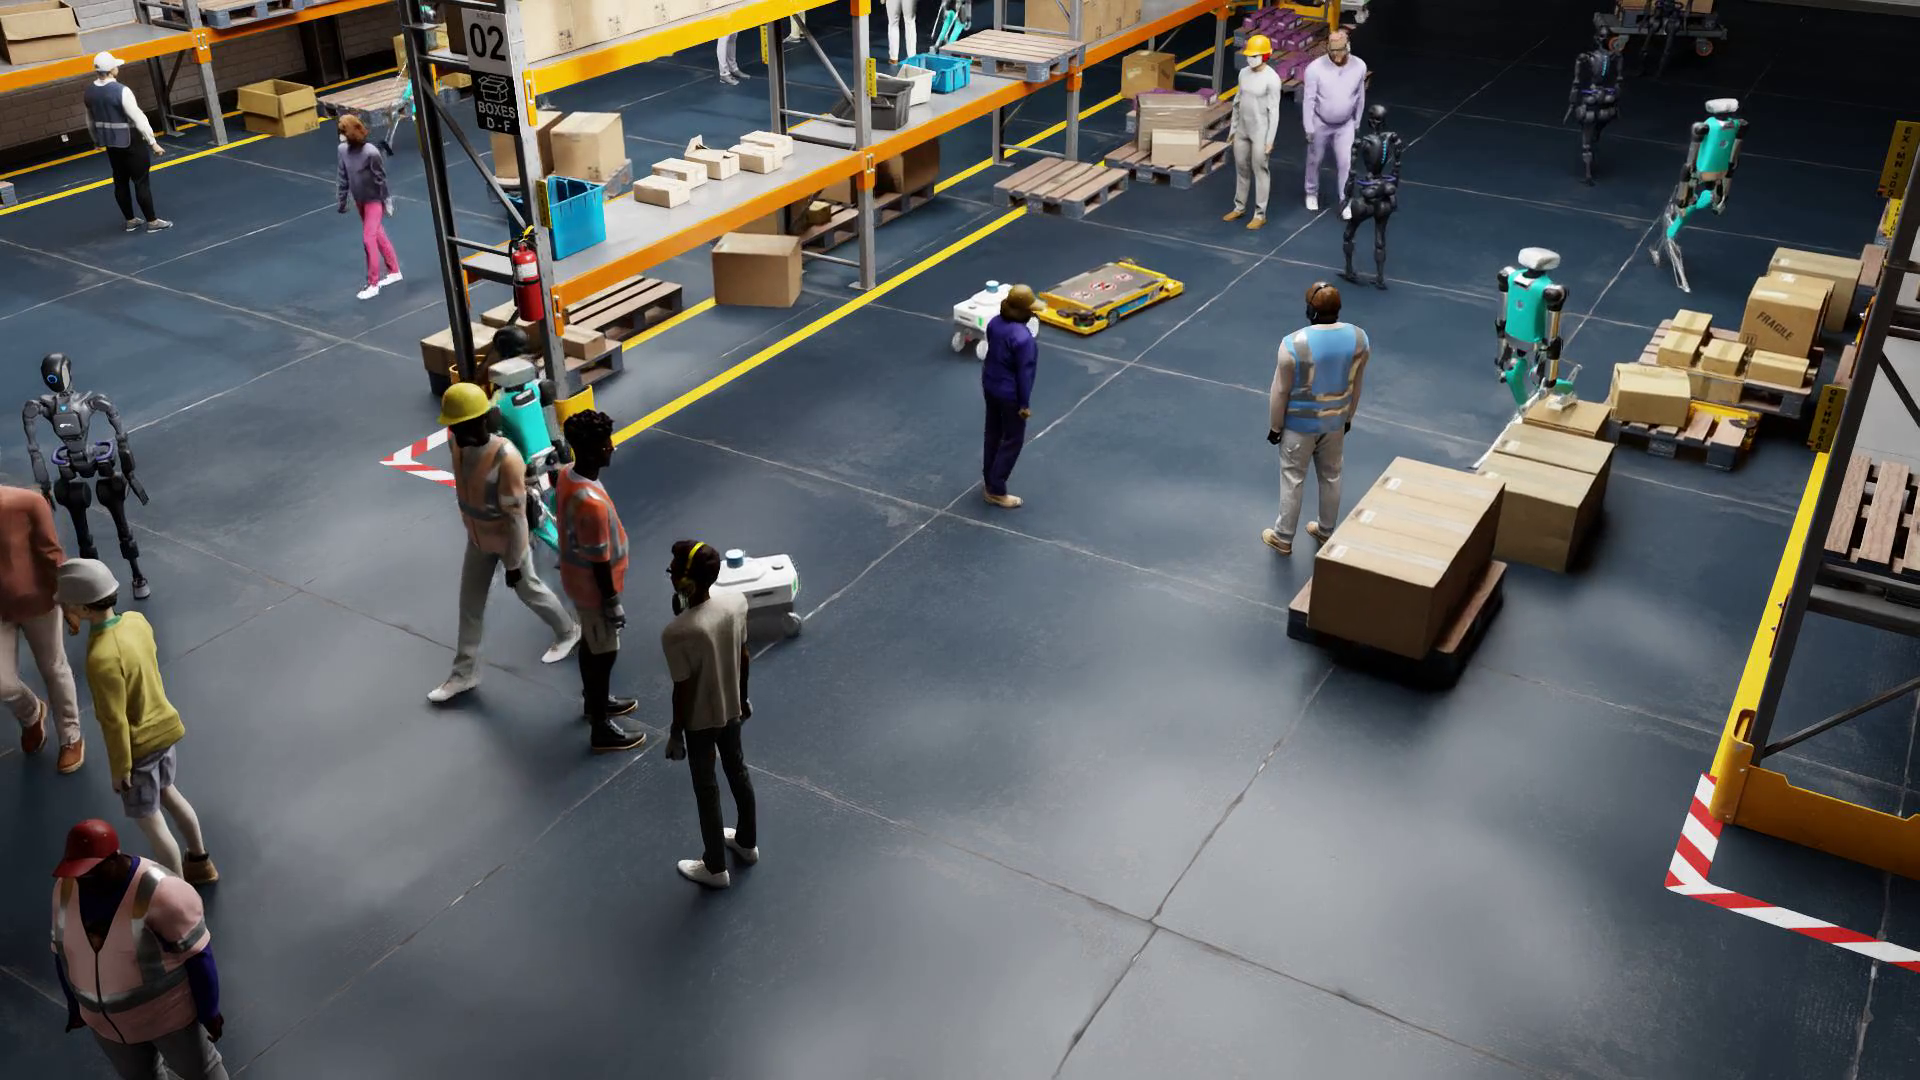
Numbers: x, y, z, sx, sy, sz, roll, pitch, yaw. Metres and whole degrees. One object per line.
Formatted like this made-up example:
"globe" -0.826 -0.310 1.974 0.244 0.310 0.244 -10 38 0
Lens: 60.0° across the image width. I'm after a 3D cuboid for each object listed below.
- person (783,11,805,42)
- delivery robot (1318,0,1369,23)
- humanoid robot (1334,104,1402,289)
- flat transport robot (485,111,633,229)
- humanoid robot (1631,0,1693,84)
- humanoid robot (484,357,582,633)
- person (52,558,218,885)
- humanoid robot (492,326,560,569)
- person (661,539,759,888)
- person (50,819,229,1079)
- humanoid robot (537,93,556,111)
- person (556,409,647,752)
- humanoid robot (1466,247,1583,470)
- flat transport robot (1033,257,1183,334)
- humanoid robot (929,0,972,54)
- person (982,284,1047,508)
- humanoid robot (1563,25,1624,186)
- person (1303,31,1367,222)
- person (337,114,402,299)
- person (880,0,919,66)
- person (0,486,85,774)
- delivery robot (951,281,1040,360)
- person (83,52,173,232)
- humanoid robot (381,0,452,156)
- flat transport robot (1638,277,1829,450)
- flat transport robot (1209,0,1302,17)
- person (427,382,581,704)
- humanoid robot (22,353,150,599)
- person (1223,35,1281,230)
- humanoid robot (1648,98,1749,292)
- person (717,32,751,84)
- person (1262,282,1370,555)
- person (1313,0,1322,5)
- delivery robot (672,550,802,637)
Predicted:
"person" -2.377 -7.949 23.490 0.320 1.755 0.562 8 30 14
"delivery robot" 5.763 -8.071 24.912 0.774 0.579 0.499 12 32 21
"humanoid robot" 3.715 -3.106 15.008 0.599 1.643 0.541 -11 31 -19
"flat transport robot" -4.076 -3.485 17.106 0.659 0.231 1.431 4 30 7
"humanoid robot" 9.104 -6.740 21.443 0.609 1.645 0.467 14 32 23
"humanoid robot" -2.327 -0.158 9.770 0.757 1.802 0.539 17 34 28
"person" -3.787 0.916 7.691 0.411 1.879 0.487 -2 30 -3
"humanoid robot" -2.763 -0.582 10.592 0.628 1.645 0.585 6 30 11
"person" -1.192 0.819 7.863 0.329 1.876 0.510 21 36 33
"person" -3.096 1.770 6.302 0.604 1.754 0.419 2 30 3
"humanoid robot" -5.115 -5.960 20.050 0.540 1.841 0.747 23 37 35
"person" -1.930 0.213 8.860 0.376 1.958 0.596 -10 31 -17
"humanoid robot" 4.049 -1.236 11.626 0.970 1.737 0.531 -17 34 -28
"flat transport robot" 1.307 -2.177 14.793 0.659 0.231 1.431 24 37 36
"humanoid robot" -0.238 -6.652 21.278 0.875 1.831 0.547 -26 38 -37
"person" 0.323 -1.011 11.373 0.382 1.606 0.582 -16 33 -26
"humanoid robot" 6.760 -4.649 17.746 0.589 1.644 0.526 -4 30 -6
"person" 3.735 -4.123 16.632 0.656 1.856 0.950 -1 30 -2
"person" -5.358 -2.979 14.850 0.525 1.602 0.734 17 34 28
"person" -0.800 -7.338 22.250 0.623 1.925 0.386 -1 29 -2
"person" -4.881 0.352 8.579 0.611 1.980 0.435 -10 31 -17
"delivery robot" 0.272 -1.883 13.973 0.499 0.587 0.781 23 37 35
"person" -8.196 -3.888 16.303 0.767 1.757 0.429 7 30 12
"humanoid robot" -6.249 -5.194 18.672 0.551 1.795 0.909 23 37 35
"flat transport robot" 5.904 -1.105 12.896 0.659 0.231 1.431 16 33 27
"flat transport robot" 4.448 -8.217 25.477 1.431 0.231 0.659 -9 31 -16
"person" -2.627 -0.022 9.363 0.605 1.864 0.989 18 34 29
"humanoid robot" -5.311 -0.372 10.154 0.599 1.657 0.315 -8 30 -14
"person" 2.886 -4.036 16.439 0.379 1.888 0.568 -22 36 -34
"humanoid robot" 6.590 -3.206 15.160 0.530 1.785 0.998 -7 30 -12
"person" -3.013 -6.910 21.455 0.422 1.955 0.491 11 31 18
"person" 2.271 -0.777 10.734 0.622 1.835 0.431 -9 31 -15
"person" 5.788 -9.162 25.552 0.622 1.844 0.429 16 33 27
"delivery robot" -1.364 0.352 10.049 0.817 0.614 0.499 -9 31 -16
